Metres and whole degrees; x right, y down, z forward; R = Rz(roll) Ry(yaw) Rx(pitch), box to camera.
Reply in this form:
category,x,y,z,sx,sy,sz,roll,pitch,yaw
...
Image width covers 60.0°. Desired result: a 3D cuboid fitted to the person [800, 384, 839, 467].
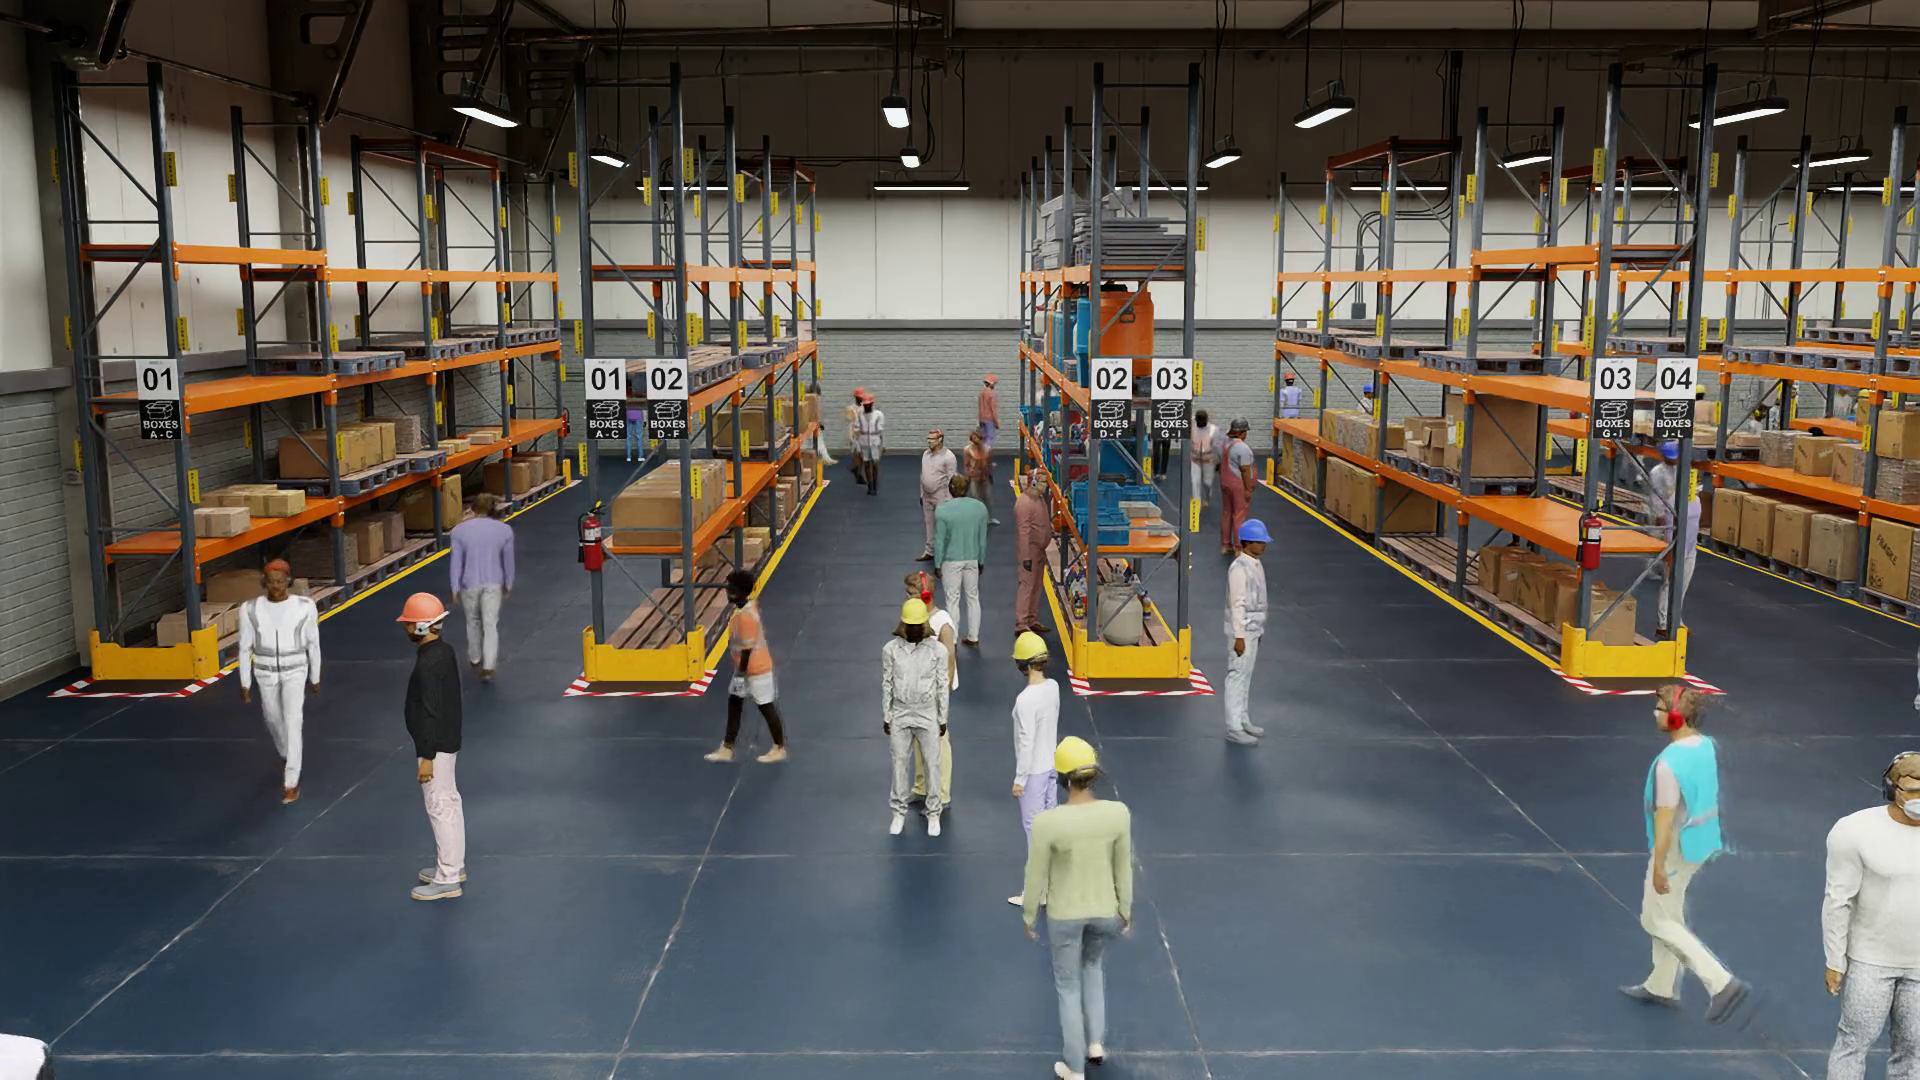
category,x,y,z,sx,sy,sz,roll,pitch,yaw
person,-3.121,-2.459,35.771,0.950,1.795,0.632,-1,9,-6

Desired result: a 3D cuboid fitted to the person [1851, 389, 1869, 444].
category,x,y,z,sx,sy,sz,roll,pitch,yaw
person,18.880,-2.293,34.858,0.303,1.741,0.484,8,12,42

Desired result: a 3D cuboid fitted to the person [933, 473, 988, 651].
category,x,y,z,sx,sy,sz,roll,pitch,yaw
person,0.001,0.238,17.959,0.628,1.933,0.367,-4,10,-26

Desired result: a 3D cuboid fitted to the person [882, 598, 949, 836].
category,x,y,z,sx,sy,sz,roll,pitch,yaw
person,-0.324,1.270,11.956,0.484,1.737,0.322,1,9,8

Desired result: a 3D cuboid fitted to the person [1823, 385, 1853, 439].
category,x,y,z,sx,sy,sz,roll,pitch,yaw
person,18.736,-2.496,35.639,0.646,1.905,0.729,-1,9,-5

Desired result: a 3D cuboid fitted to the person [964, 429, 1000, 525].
category,x,y,z,sx,sy,sz,roll,pitch,yaw
person,0.330,-0.997,26.926,0.613,1.607,0.359,-5,10,-27

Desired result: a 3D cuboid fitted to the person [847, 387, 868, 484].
category,x,y,z,sx,sy,sz,roll,pitch,yaw
person,-1.985,-2.055,32.732,0.554,1.918,0.462,-8,12,-41

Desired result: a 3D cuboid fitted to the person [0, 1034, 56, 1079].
category,x,y,z,sx,sy,sz,roll,pitch,yaw
person,-3.207,2.233,5.330,0.597,1.881,0.942,-1,9,-9

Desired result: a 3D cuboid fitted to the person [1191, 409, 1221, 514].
category,x,y,z,sx,sy,sz,roll,pitch,yaw
person,4.170,-1.365,28.634,0.628,1.821,0.640,2,9,13

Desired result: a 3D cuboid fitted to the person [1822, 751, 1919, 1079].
category,x,y,z,sx,sy,sz,roll,pitch,yaw
person,4.155,1.879,7.384,0.631,1.940,0.372,1,9,6

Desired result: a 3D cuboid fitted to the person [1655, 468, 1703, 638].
category,x,y,z,sx,sy,sz,roll,pitch,yaw
person,8.047,0.149,18.556,0.630,1.931,0.383,-8,12,-41

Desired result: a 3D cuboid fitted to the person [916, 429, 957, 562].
category,x,y,z,sx,sy,sz,roll,pitch,yaw
person,-0.347,-0.620,23.567,0.639,1.909,0.409,8,12,43

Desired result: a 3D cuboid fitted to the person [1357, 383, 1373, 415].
category,x,y,z,sx,sy,sz,roll,pitch,yaw
person,8.201,-2.192,33.548,0.388,1.945,0.614,5,10,31

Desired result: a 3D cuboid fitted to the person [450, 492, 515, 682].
category,x,y,z,sx,sy,sz,roll,pitch,yaw
person,-4.780,0.465,16.698,0.636,1.885,1.034,-3,9,-19

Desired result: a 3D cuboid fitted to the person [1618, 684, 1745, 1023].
category,x,y,z,sx,sy,sz,roll,pitch,yaw
person,3.920,1.689,8.950,0.564,1.832,0.608,-9,12,-44

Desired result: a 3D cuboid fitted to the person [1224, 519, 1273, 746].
category,x,y,z,sx,sy,sz,roll,pitch,yaw
person,2.486,0.781,14.412,0.403,1.948,0.605,4,10,24

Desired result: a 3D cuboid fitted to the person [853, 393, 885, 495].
category,x,y,z,sx,sy,sz,roll,pitch,yaw
person,-1.704,-1.772,30.939,0.576,1.912,0.693,1,9,8

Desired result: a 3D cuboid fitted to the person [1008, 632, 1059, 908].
category,x,y,z,sx,sy,sz,roll,pitch,yaw
person,0.467,1.460,10.640,0.322,1.765,0.533,4,10,26

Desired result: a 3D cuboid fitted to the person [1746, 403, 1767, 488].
category,x,y,z,sx,sy,sz,roll,pitch,yaw
person,13.984,-1.476,29.217,0.330,1.871,0.533,7,11,38

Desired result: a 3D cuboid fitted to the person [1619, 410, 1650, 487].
category,x,y,z,sx,sy,sz,roll,pitch,yaw
person,13.171,-1.951,32.504,0.604,1.790,0.941,1,9,6

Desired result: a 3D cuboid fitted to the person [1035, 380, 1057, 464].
category,x,y,z,sx,sy,sz,roll,pitch,yaw
person,1.878,-2.596,36.097,0.638,1.959,0.561,-7,11,-37

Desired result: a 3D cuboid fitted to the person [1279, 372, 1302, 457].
category,x,y,z,sx,sy,sz,roll,pitch,yaw
person,7.484,-2.842,37.784,0.542,1.931,0.366,-2,9,-15

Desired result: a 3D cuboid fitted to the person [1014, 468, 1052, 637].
category,x,y,z,sx,sy,sz,roll,pitch,yaw
person,0.837,0.141,18.718,0.400,1.899,0.651,3,9,21

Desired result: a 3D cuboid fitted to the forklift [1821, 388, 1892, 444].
category,x,y,z,sx,sy,sz,roll,pitch,yaw
forklift,20.072,-3.110,36.462,1.873,2.768,1.129,0,9,0

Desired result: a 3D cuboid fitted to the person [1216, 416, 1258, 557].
category,x,y,z,sx,sy,sz,roll,pitch,yaw
person,4.061,-0.781,24.171,0.537,2.000,0.674,-4,10,-23

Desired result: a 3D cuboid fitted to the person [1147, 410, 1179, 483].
category,x,y,z,sx,sy,sz,roll,pitch,yaw
person,4.049,-2.115,33.029,0.631,1.946,0.908,0,9,1

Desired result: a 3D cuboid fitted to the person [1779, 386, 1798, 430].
category,x,y,z,sx,sy,sz,roll,pitch,yaw
person,17.052,-2.253,34.260,0.513,1.845,0.333,-4,10,-26

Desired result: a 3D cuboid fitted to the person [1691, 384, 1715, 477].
category,x,y,z,sx,sy,sz,roll,pitch,yaw
person,14.931,-2.186,33.615,0.596,1.913,0.452,0,9,0

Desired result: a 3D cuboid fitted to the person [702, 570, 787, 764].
category,x,y,z,sx,sy,sz,roll,pitch,yaw
person,-1.767,1.052,13.568,0.766,1.654,0.546,-3,9,-19

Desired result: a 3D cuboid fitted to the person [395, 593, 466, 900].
category,x,y,z,sx,sy,sz,roll,pitch,yaw
person,-3.418,1.323,10.781,0.390,1.992,0.624,-1,9,-7

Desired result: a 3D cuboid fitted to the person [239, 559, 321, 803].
category,x,y,z,sx,sy,sz,roll,pitch,yaw
person,-5.311,1.048,13.039,0.579,1.855,0.925,-2,9,-13

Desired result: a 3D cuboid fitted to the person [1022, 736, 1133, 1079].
category,x,y,z,sx,sy,sz,roll,pitch,yaw
person,0.576,1.834,8.278,0.549,1.749,0.463,-3,9,-18

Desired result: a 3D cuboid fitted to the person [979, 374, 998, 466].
category,x,y,z,sx,sy,sz,roll,pitch,yaw
person,0.632,-2.598,36.060,0.405,1.978,0.620,-4,10,-24

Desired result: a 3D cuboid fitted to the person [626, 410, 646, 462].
category,x,y,z,sx,sy,sz,roll,pitch,yaw
person,-7.233,-2.687,36.792,0.594,1.926,0.368,-1,9,-5

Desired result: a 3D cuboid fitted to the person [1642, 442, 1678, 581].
category,x,y,z,sx,sy,sz,roll,pitch,yaw
person,9.281,-0.366,21.969,0.639,1.893,0.619,-5,10,-32

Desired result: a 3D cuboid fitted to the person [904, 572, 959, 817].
category,x,y,z,sx,sy,sz,roll,pitch,yaw
person,-0.226,1.139,12.466,0.395,1.837,0.564,-6,11,-33
